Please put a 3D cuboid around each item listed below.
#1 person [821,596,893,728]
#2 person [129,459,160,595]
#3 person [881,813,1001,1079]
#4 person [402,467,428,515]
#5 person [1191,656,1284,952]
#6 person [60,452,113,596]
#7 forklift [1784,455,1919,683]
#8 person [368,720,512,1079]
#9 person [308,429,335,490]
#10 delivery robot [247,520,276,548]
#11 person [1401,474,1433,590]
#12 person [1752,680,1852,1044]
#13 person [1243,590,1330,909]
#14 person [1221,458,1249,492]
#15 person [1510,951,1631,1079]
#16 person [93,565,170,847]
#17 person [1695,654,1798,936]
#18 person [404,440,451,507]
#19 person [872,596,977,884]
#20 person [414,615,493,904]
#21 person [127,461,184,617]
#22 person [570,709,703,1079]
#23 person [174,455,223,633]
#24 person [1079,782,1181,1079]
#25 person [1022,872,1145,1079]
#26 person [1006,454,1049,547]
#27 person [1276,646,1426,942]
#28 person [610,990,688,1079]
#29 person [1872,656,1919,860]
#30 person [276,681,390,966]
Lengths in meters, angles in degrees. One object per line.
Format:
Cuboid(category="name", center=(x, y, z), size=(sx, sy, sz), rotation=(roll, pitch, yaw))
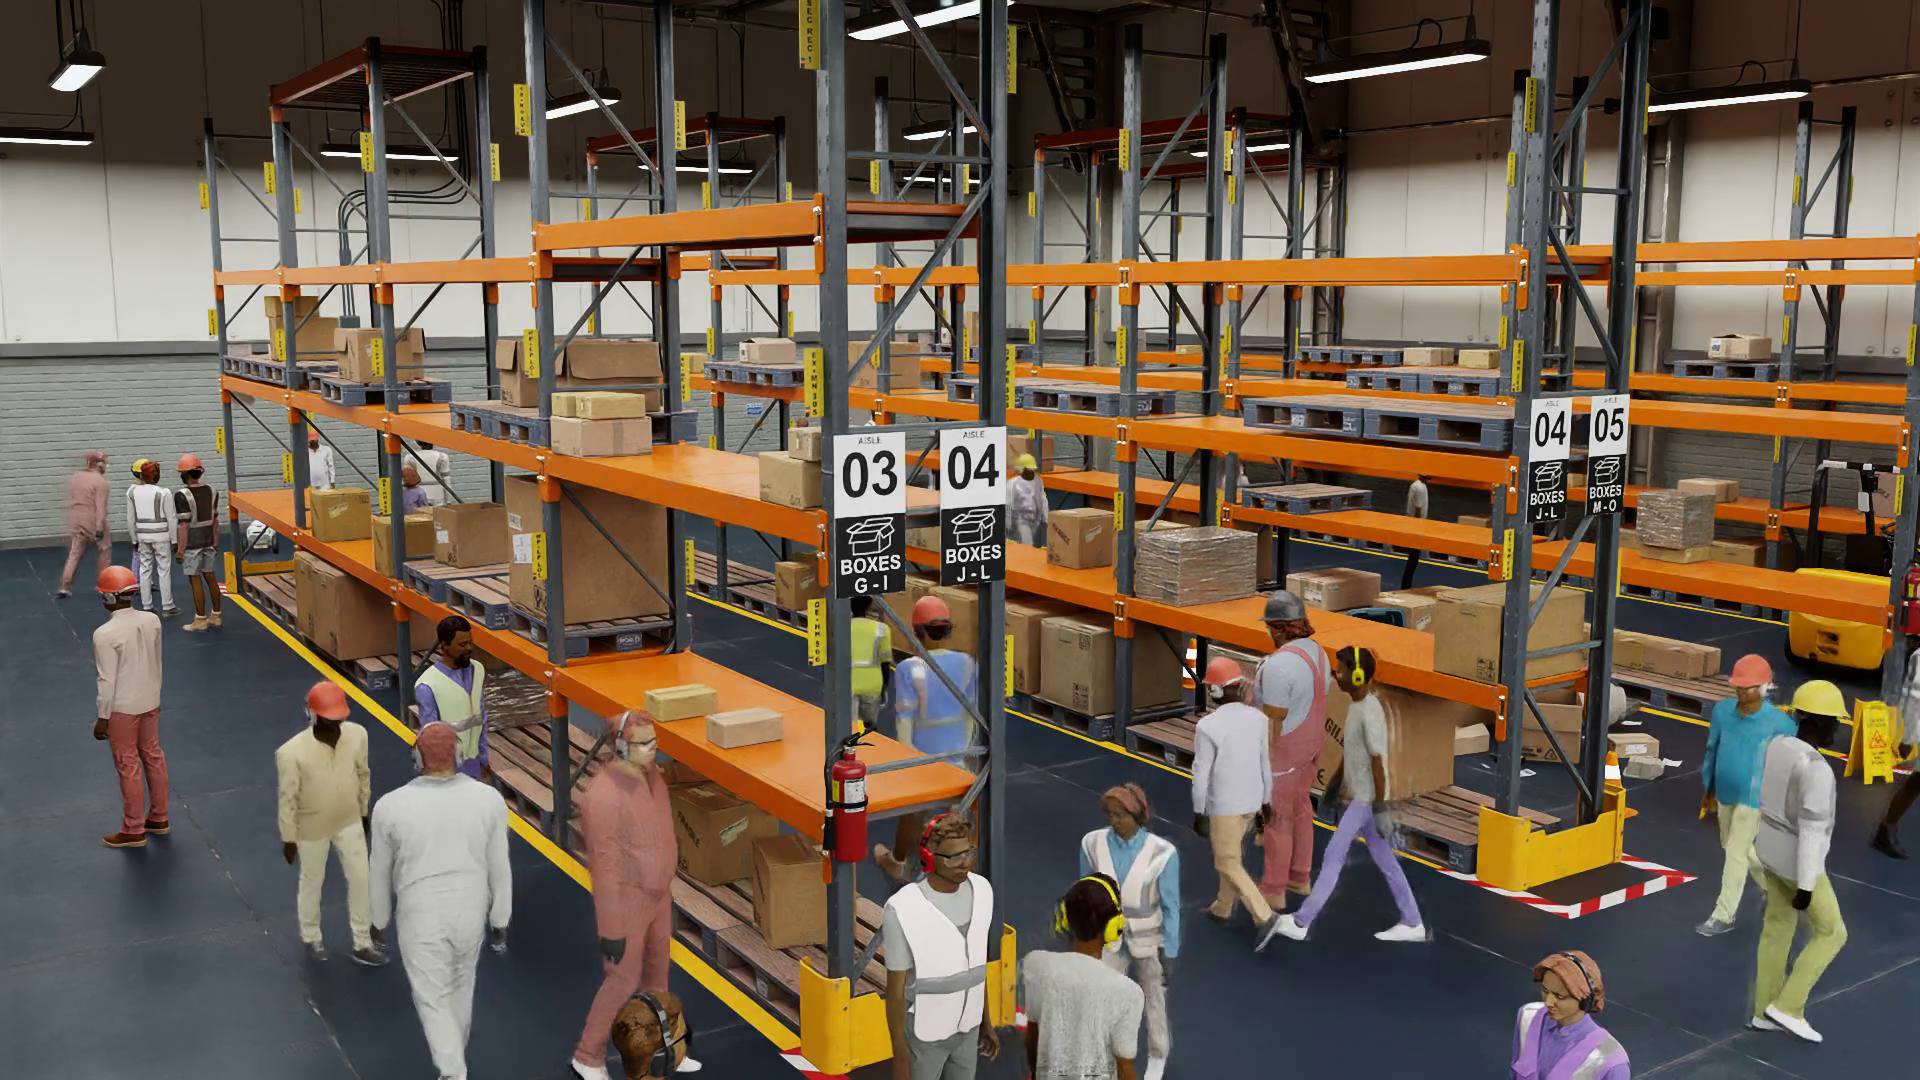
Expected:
Cuboid(category="person", center=(-0.797, 1.153, 12.967), size=(0.536, 1.655, 0.863), rotation=(-2, 9, -14))
Cuboid(category="person", center=(-10.505, -0.170, 21.437), size=(0.342, 1.756, 0.518), rotation=(0, 9, -1))
Cuboid(category="person", center=(-0.084, 1.993, 6.734), size=(0.388, 1.847, 0.563), rotation=(8, 12, 44))
Cuboid(category="person", center=(-7.117, -0.137, 21.626), size=(0.507, 1.631, 0.277), rotation=(5, 10, 32))
Cuboid(category="person", center=(1.689, 1.571, 9.991), size=(0.585, 1.721, 0.753), rotation=(-6, 11, -36))
Cuboid(category="person", center=(-11.203, -0.189, 21.287), size=(0.661, 1.859, 0.730), rotation=(4, 9, 24))
Cuboid(category="forklift", center=(9.643, 0.253, 17.172), size=(2.313, 2.155, 1.214), rotation=(-6, 10, -33))
Cuboid(category="person", center=(-2.472, 1.801, 7.977), size=(0.639, 1.868, 0.969), rotation=(-5, 10, -29))
Cuboid(category="person", center=(-10.286, -0.932, 26.577), size=(0.574, 1.738, 0.352), rotation=(-4, 9, -25))
Cuboid(category="delivery robot", center=(-10.439, -0.132, 24.856), size=(0.477, 0.478, 0.707), rotation=(-3, 9, -16))
Cuboid(category="person", center=(5.694, -0.104, 20.697), size=(0.369, 1.856, 0.529), rotation=(3, 9, 16))
Cuboid(category="person", center=(4.391, 1.668, 8.699), size=(0.445, 1.908, 0.583), rotation=(0, 9, -2))
Cuboid(category="person", center=(2.054, 1.309, 10.643), size=(0.535, 2.000, 0.686), rotation=(6, 11, 37))
Cuboid(category="person", center=(3.889, -0.357, 23.210), size=(0.515, 1.586, 0.849), rotation=(-7, 11, -41))
Cuboid(category="person", center=(2.134, 2.229, 5.882), size=(0.313, 1.634, 0.514), rotation=(-4, 9, -23))
Cuboid(category="person", center=(-5.874, 1.166, 11.747), size=(0.379, 1.996, 0.609), rotation=(2, 9, 12))
Cuboid(category="person", center=(4.846, 1.529, 10.202), size=(0.794, 1.725, 0.567), rotation=(-4, 9, -23))
Cuboid(category="person", center=(-7.400, -0.567, 23.147), size=(0.610, 2.037, 0.398), rotation=(-2, 9, -15))
Cuboid(category="person", center=(-0.200, 1.337, 10.624), size=(0.639, 1.982, 1.058), rotation=(-5, 10, -31))
Cuboid(category="person", center=(-3.179, 1.408, 10.445), size=(0.392, 1.911, 0.584), rotation=(3, 9, 18))
Cuboid(category="person", center=(-9.651, -0.007, 19.927), size=(0.587, 1.882, 0.341), rotation=(1, 9, 6))
Cuboid(category="person", center=(-1.605, 1.758, 8.196), size=(0.481, 1.921, 0.683), rotation=(2, 9, 14))
Cuboid(category="person", center=(-8.776, 0.041, 19.085), size=(0.390, 2.041, 0.614), rotation=(3, 9, 17))
Cuboid(category="person", center=(0.807, 1.938, 7.951), size=(0.533, 1.589, 0.880), rotation=(3, 9, 20))
Cuboid(category="person", center=(0.421, 2.106, 6.058), size=(0.513, 1.830, 0.943), rotation=(4, 10, 26))
Cuboid(category="person", center=(0.866, -0.257, 21.940), size=(0.588, 1.785, 0.944), rotation=(-8, 11, -41))
Cuboid(category="person", center=(2.347, 1.532, 9.948), size=(1.017, 1.812, 0.512), rotation=(1, 9, 9))
Cuboid(category="person", center=(-0.918, 2.250, 5.023), size=(0.504, 1.847, 0.344), rotation=(6, 10, 35))
Cuboid(category="person", center=(6.641, 1.304, 11.208), size=(0.561, 1.879, 0.935), rotation=(-5, 10, -29))
Cuboid(category="person", center=(-3.618, 1.638, 9.580), size=(0.736, 1.703, 0.582), rotation=(8, 12, 43))
